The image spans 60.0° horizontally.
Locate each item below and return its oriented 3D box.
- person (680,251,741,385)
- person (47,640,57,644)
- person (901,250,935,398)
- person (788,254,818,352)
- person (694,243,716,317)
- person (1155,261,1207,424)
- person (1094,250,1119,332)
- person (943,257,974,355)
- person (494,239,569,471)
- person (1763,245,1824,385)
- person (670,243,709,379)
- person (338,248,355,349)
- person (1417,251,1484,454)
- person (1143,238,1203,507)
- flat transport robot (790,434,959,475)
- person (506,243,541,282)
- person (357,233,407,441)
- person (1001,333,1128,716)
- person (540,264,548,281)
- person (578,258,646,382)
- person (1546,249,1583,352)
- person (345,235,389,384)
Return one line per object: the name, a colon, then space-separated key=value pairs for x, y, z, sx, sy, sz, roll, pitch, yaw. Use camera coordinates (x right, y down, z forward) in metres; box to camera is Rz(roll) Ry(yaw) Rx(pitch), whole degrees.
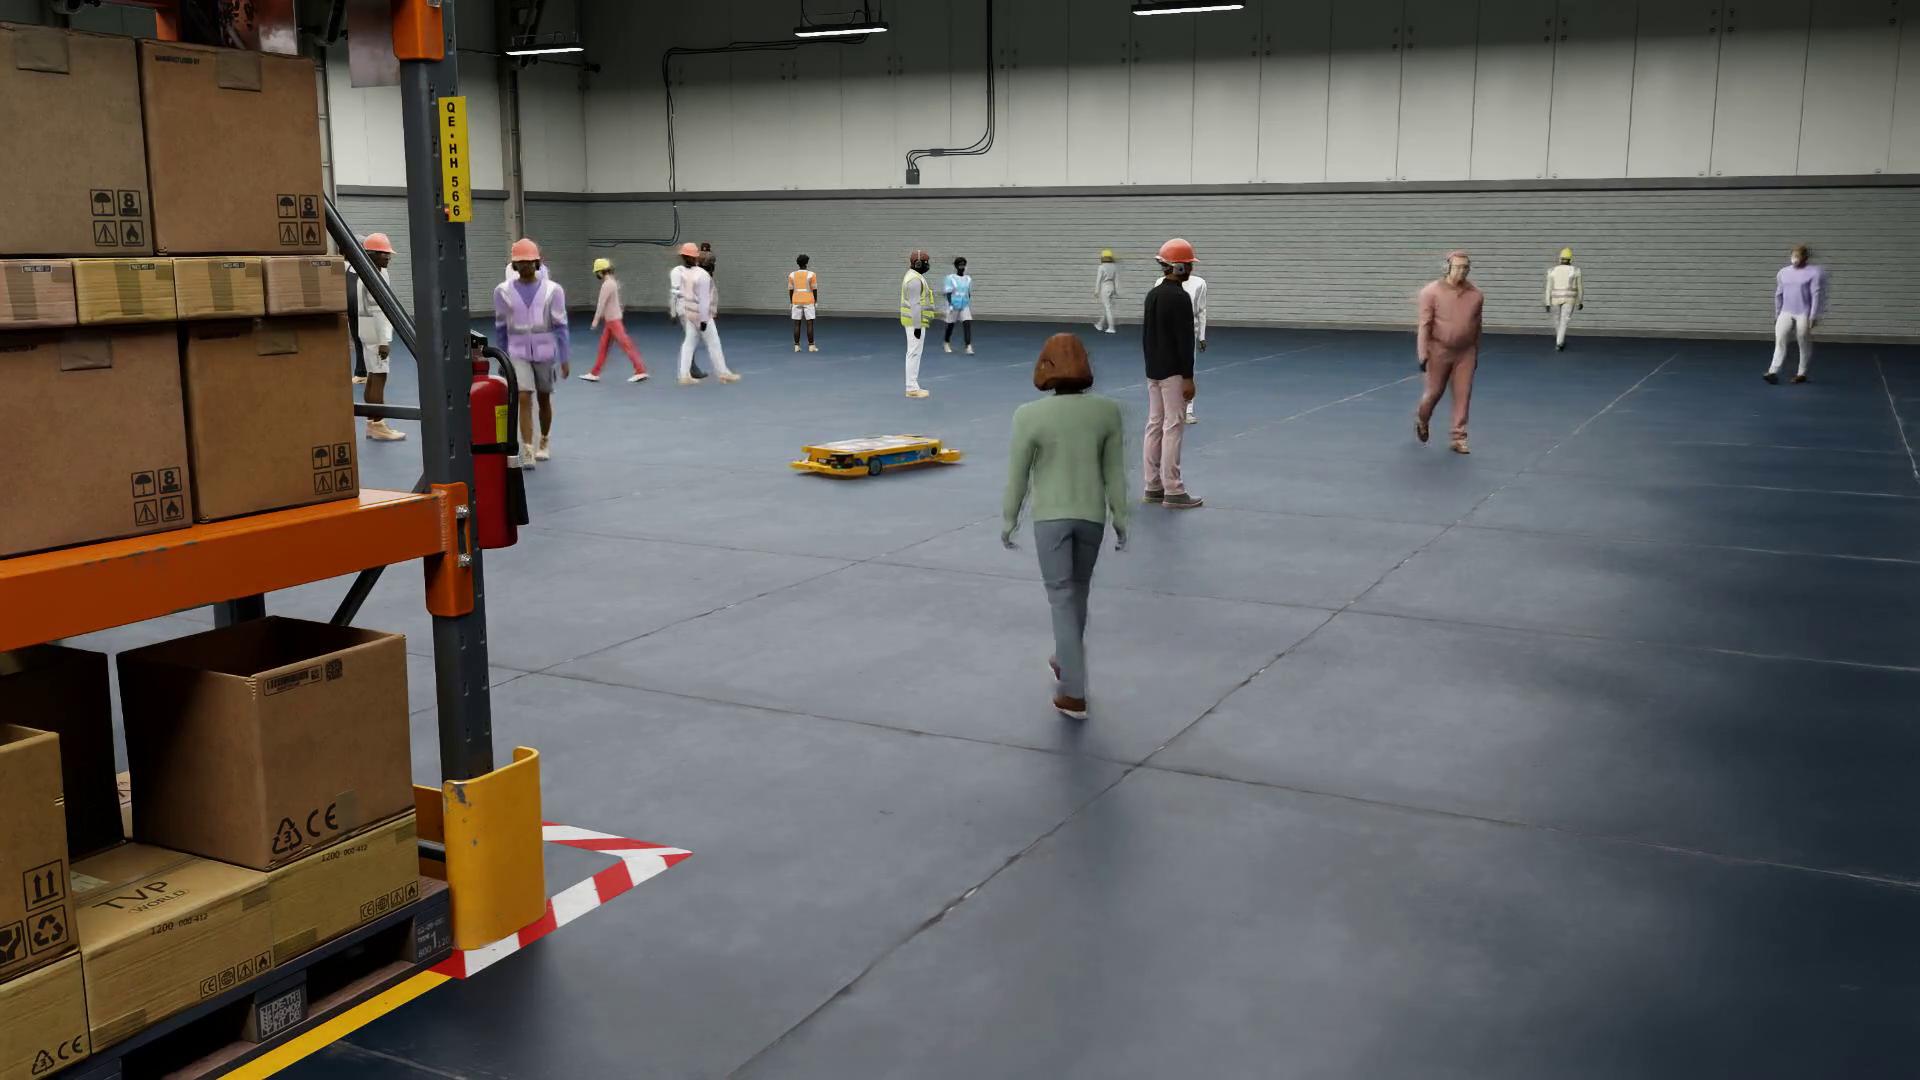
person: x=-3.420 y=-3.004 z=22.580 sx=0.908 sy=1.791 sz=0.655 roll=-6 pitch=12 yaw=-29
person: x=-4.524 y=-0.357 z=7.779 sx=0.605 sy=1.936 sz=1.044 roll=0 pitch=10 yaw=0
person: x=-0.530 y=-2.698 z=20.837 sx=0.430 sy=1.836 sz=0.627 roll=0 pitch=10 yaw=-2
person: x=-2.705 y=-4.089 z=28.786 sx=0.529 sy=1.695 sz=0.321 roll=3 pitch=11 yaw=14
person: x=-6.294 y=-6.420 z=41.106 sx=0.429 sy=1.838 sz=0.633 roll=-9 pitch=14 yaw=-40
person: x=2.364 y=-2.187 z=17.896 sx=0.584 sy=1.882 sz=0.345 roll=-1 pitch=10 yaw=-6
person: x=3.012 y=-5.218 z=34.884 sx=0.508 sy=1.701 sz=0.849 roll=-7 pitch=13 yaw=-35
person: x=-0.047 y=-3.979 z=28.290 sx=0.531 sy=1.659 sz=0.869 roll=-5 pitch=12 yaw=-26
person: x=-3.758 y=-1.638 z=14.633 sx=0.623 sy=1.994 sz=1.032 roll=-2 pitch=11 yaw=-11
person: x=11.320 y=-3.046 z=22.574 sx=1.003 sy=1.882 sz=0.651 roll=-8 pitch=13 yaw=-38
person: x=-3.776 y=-3.250 z=23.614 sx=0.578 sy=1.922 sz=0.582 roll=5 pitch=12 yaw=27
person: x=-11.050 y=-4.344 z=29.754 sx=0.681 sy=1.850 sz=0.515 roll=10 pitch=15 yaw=44
person: x=4.611 y=-1.783 z=15.694 sx=0.651 sy=1.885 sz=0.791 roll=-1 pitch=10 yaw=-4
person: x=1.588 y=-1.247 z=12.468 sx=0.383 sy=1.996 sz=0.609 roll=-4 pitch=11 yaw=-21
flat transport robot: x=-0.727 y=-0.748 z=14.450 sx=0.652 sy=0.197 sz=1.431 roll=9 pitch=14 yaw=42
person: x=-6.612 y=-3.510 z=25.045 sx=0.637 sy=1.911 sz=0.403 roll=5 pitch=12 yaw=26
person: x=-5.735 y=-1.998 z=16.439 sx=0.395 sy=2.040 sz=0.609 roll=-6 pitch=12 yaw=-28
person: x=0.423 y=-0.089 z=7.213 sx=0.521 sy=1.594 sz=0.796 roll=-4 pitch=11 yaw=-19
person: x=-7.029 y=-3.924 z=27.497 sx=0.600 sy=1.832 sz=0.453 roll=8 pitch=13 yaw=37
person: x=-4.792 y=-3.022 z=22.944 sx=0.949 sy=1.703 sz=0.539 roll=-1 pitch=10 yaw=-3
person: x=10.572 y=-4.191 z=29.121 sx=0.585 sy=1.788 sz=0.970 roll=8 pitch=13 yaw=37
person: x=-8.077 y=-3.109 z=22.499 sx=0.676 sy=2.000 sz=0.536 roll=5 pitch=12 yaw=28
